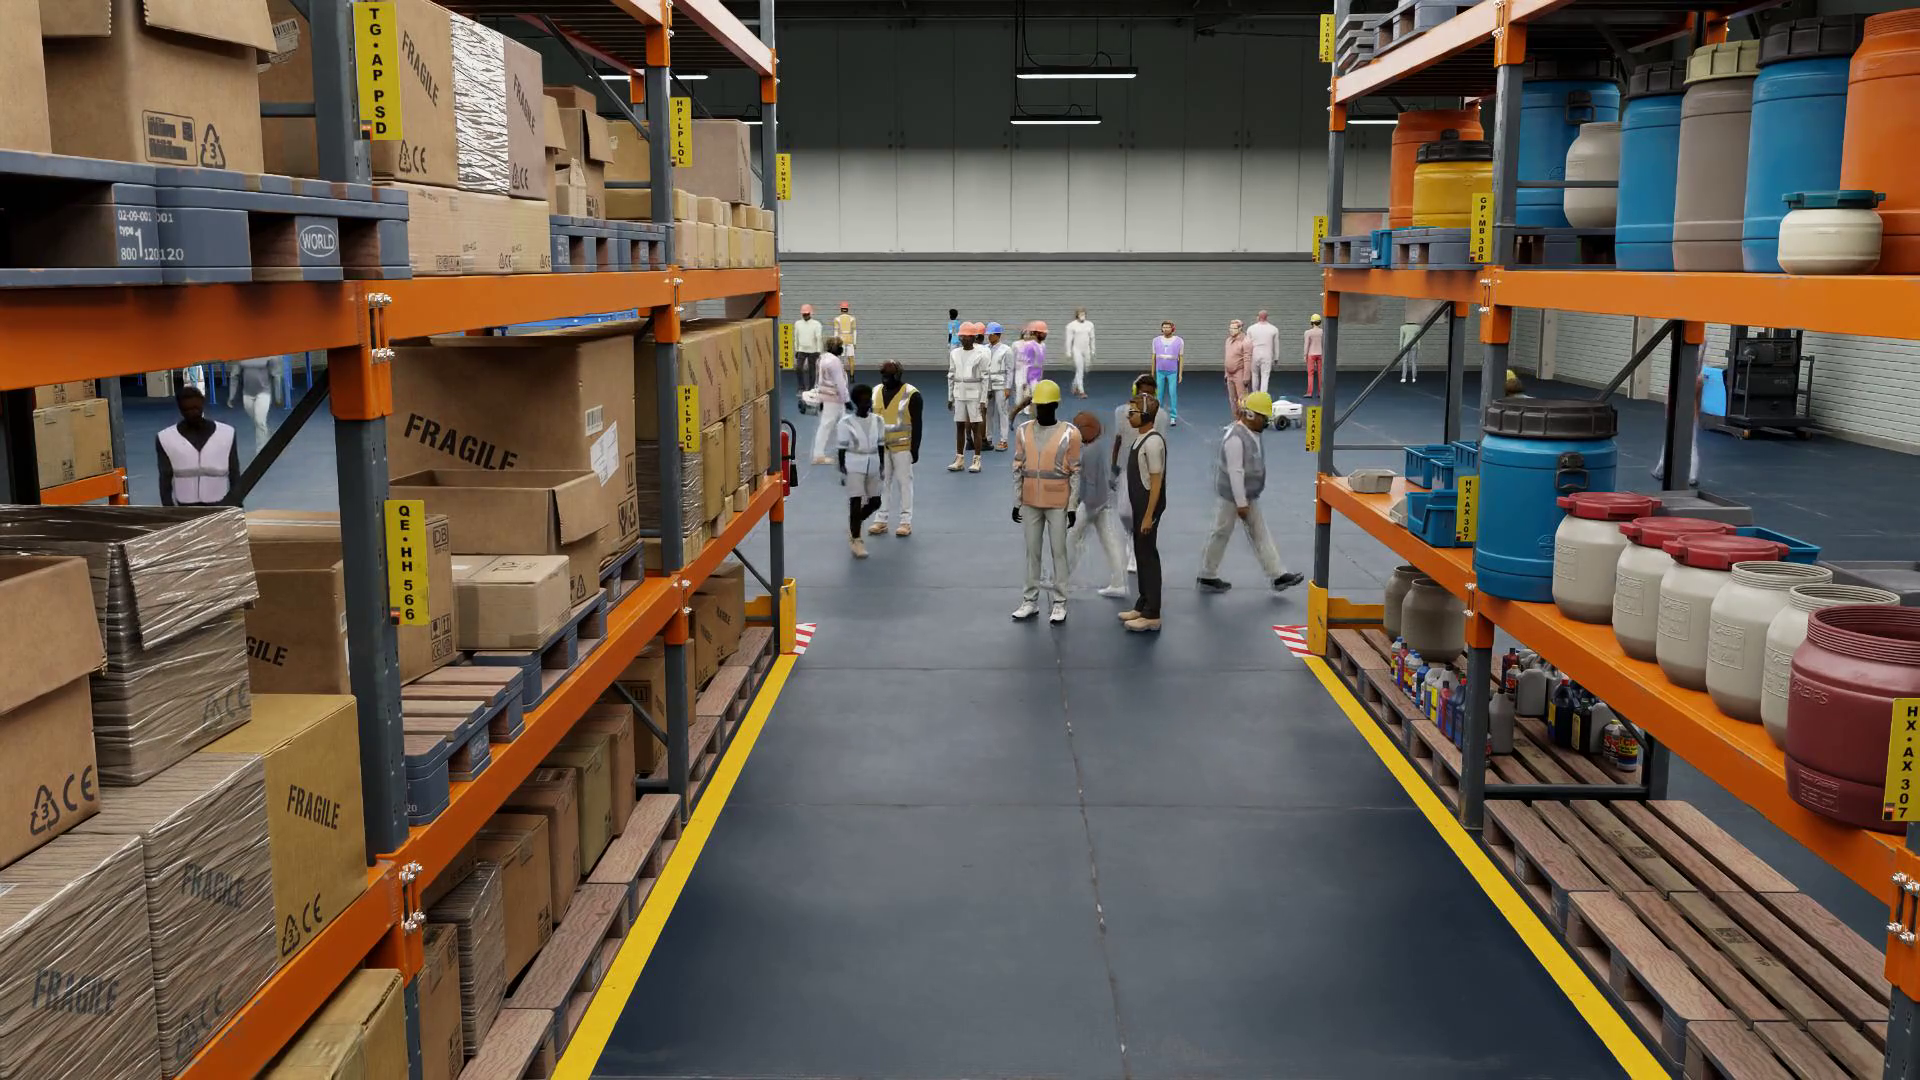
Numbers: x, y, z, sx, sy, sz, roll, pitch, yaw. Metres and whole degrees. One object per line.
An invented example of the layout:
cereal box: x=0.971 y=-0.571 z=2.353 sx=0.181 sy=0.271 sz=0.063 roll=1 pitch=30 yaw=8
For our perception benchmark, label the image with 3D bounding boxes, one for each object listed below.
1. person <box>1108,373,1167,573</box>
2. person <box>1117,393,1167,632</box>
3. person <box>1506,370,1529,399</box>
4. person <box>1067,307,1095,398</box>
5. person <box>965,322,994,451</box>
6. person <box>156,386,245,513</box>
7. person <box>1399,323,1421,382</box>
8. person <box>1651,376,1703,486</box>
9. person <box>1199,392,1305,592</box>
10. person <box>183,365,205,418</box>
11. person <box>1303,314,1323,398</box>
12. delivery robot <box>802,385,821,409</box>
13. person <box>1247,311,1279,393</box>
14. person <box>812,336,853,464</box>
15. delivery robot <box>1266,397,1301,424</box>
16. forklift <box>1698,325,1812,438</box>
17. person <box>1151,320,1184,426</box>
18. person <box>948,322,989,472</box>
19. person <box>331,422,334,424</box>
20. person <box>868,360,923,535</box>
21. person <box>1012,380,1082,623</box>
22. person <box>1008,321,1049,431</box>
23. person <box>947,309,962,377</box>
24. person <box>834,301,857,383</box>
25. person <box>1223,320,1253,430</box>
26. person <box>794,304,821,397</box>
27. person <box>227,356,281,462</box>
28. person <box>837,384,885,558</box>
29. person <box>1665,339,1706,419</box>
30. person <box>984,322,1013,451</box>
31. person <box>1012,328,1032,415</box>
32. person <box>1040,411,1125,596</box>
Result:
person: x=1.663 y=-0.648 z=15.531 sx=0.547 sy=1.844 sz=0.571 roll=3 pitch=10 yaw=16
person: x=1.431 y=-0.224 z=12.972 sx=0.334 sy=1.845 sz=0.513 roll=-1 pitch=9 yaw=-3
person: x=5.951 y=-0.981 z=17.937 sx=0.410 sy=1.700 sz=0.634 roll=-7 pitch=12 yaw=-36
person: x=2.540 y=-4.001 z=35.394 sx=0.636 sy=1.921 sz=0.793 roll=-4 pitch=10 yaw=-24
person: x=0.271 y=-2.342 z=25.378 sx=0.542 sy=1.939 sz=0.369 roll=6 pitch=11 yaw=34
person: x=-5.880 y=-0.244 z=12.951 sx=0.611 sy=1.887 sz=0.748 roll=-5 pitch=11 yaw=-28
person: x=10.742 y=-4.583 z=39.708 sx=0.500 sy=1.635 sz=0.285 roll=1 pitch=10 yaw=7
person: x=9.319 y=-1.577 z=21.468 sx=0.548 sy=1.717 sz=0.919 roll=-1 pitch=10 yaw=-4
person: x=2.496 y=-0.397 z=14.274 sx=0.963 sy=1.754 sz=0.636 roll=6 pitch=11 yaw=32
person: x=-11.719 y=-2.209 z=25.468 sx=0.307 sy=1.643 sz=0.514 roll=-4 pitch=10 yaw=-21
person: x=7.509 y=-3.894 z=35.185 sx=0.527 sy=1.772 sz=0.306 roll=-2 pitch=10 yaw=-14
delivery robot: x=-2.701 y=-2.682 z=31.399 sx=0.477 sy=0.478 sz=0.707 roll=-5 pitch=11 yaw=-28
person: x=6.161 y=-3.726 z=33.897 sx=0.676 sy=1.853 sz=0.975 roll=2 pitch=10 yaw=11
person: x=-1.692 y=-1.986 z=23.664 sx=0.939 sy=1.798 sz=0.631 roll=-2 pitch=10 yaw=-12
delivery robot: x=5.559 y=-2.232 z=28.702 sx=0.707 sy=0.478 sz=0.477 roll=-7 pitch=12 yaw=-35
forklift: x=13.248 y=-3.165 z=27.620 sx=1.129 sy=2.768 sz=1.873 roll=0 pitch=9 yaw=1
person: x=3.644 y=-2.943 z=29.251 sx=0.571 sy=1.845 sz=0.382 roll=3 pitch=10 yaw=19
person: x=0.099 y=-1.956 z=22.744 sx=0.608 sy=2.048 sz=0.365 roll=5 pitch=11 yaw=27
person: x=-10.815 y=-2.848 z=29.344 sx=0.588 sy=1.619 sz=0.524 roll=-2 pitch=10 yaw=-13
person: x=-0.702 y=-0.972 z=17.486 sx=0.624 sy=1.837 sz=0.430 roll=5 pitch=11 yaw=28
person: x=0.682 y=-0.315 z=13.269 sx=0.587 sy=1.929 sz=0.361 roll=5 pitch=11 yaw=26
person: x=1.133 y=-2.723 z=27.818 sx=0.914 sy=1.894 sz=0.548 roll=5 pitch=10 yaw=25
person: x=-0.149 y=-4.904 z=41.446 sx=0.317 sy=1.696 sz=0.540 roll=6 pitch=11 yaw=31
person: x=-2.731 y=-4.707 z=39.543 sx=0.542 sy=1.939 sz=0.361 roll=-2 pitch=10 yaw=-11
person: x=4.697 y=-2.786 z=28.212 sx=0.417 sy=1.894 sz=0.654 roll=-4 pitch=10 yaw=-25
person: x=-3.251 y=-3.993 z=35.141 sx=0.627 sy=1.972 sz=0.645 roll=2 pitch=10 yaw=13
person: x=-9.995 y=-2.015 z=23.511 sx=0.647 sy=1.901 sz=0.868 roll=1 pitch=9 yaw=4
person: x=-0.997 y=-0.694 z=16.288 sx=0.540 sy=1.687 sz=0.521 roll=-6 pitch=11 yaw=-32
person: x=12.974 y=-3.026 z=29.737 sx=0.944 sy=1.853 sz=0.667 roll=-7 pitch=12 yaw=-36
person: x=0.532 y=-2.340 z=25.340 sx=0.607 sy=1.948 sz=0.389 roll=7 pitch=12 yaw=36
person: x=1.240 y=-3.152 z=31.129 sx=0.548 sy=1.624 sz=0.479 roll=-2 pitch=10 yaw=-10
person: x=1.031 y=-0.305 z=14.218 sx=0.847 sy=1.589 sz=0.540 roll=3 pitch=10 yaw=18
